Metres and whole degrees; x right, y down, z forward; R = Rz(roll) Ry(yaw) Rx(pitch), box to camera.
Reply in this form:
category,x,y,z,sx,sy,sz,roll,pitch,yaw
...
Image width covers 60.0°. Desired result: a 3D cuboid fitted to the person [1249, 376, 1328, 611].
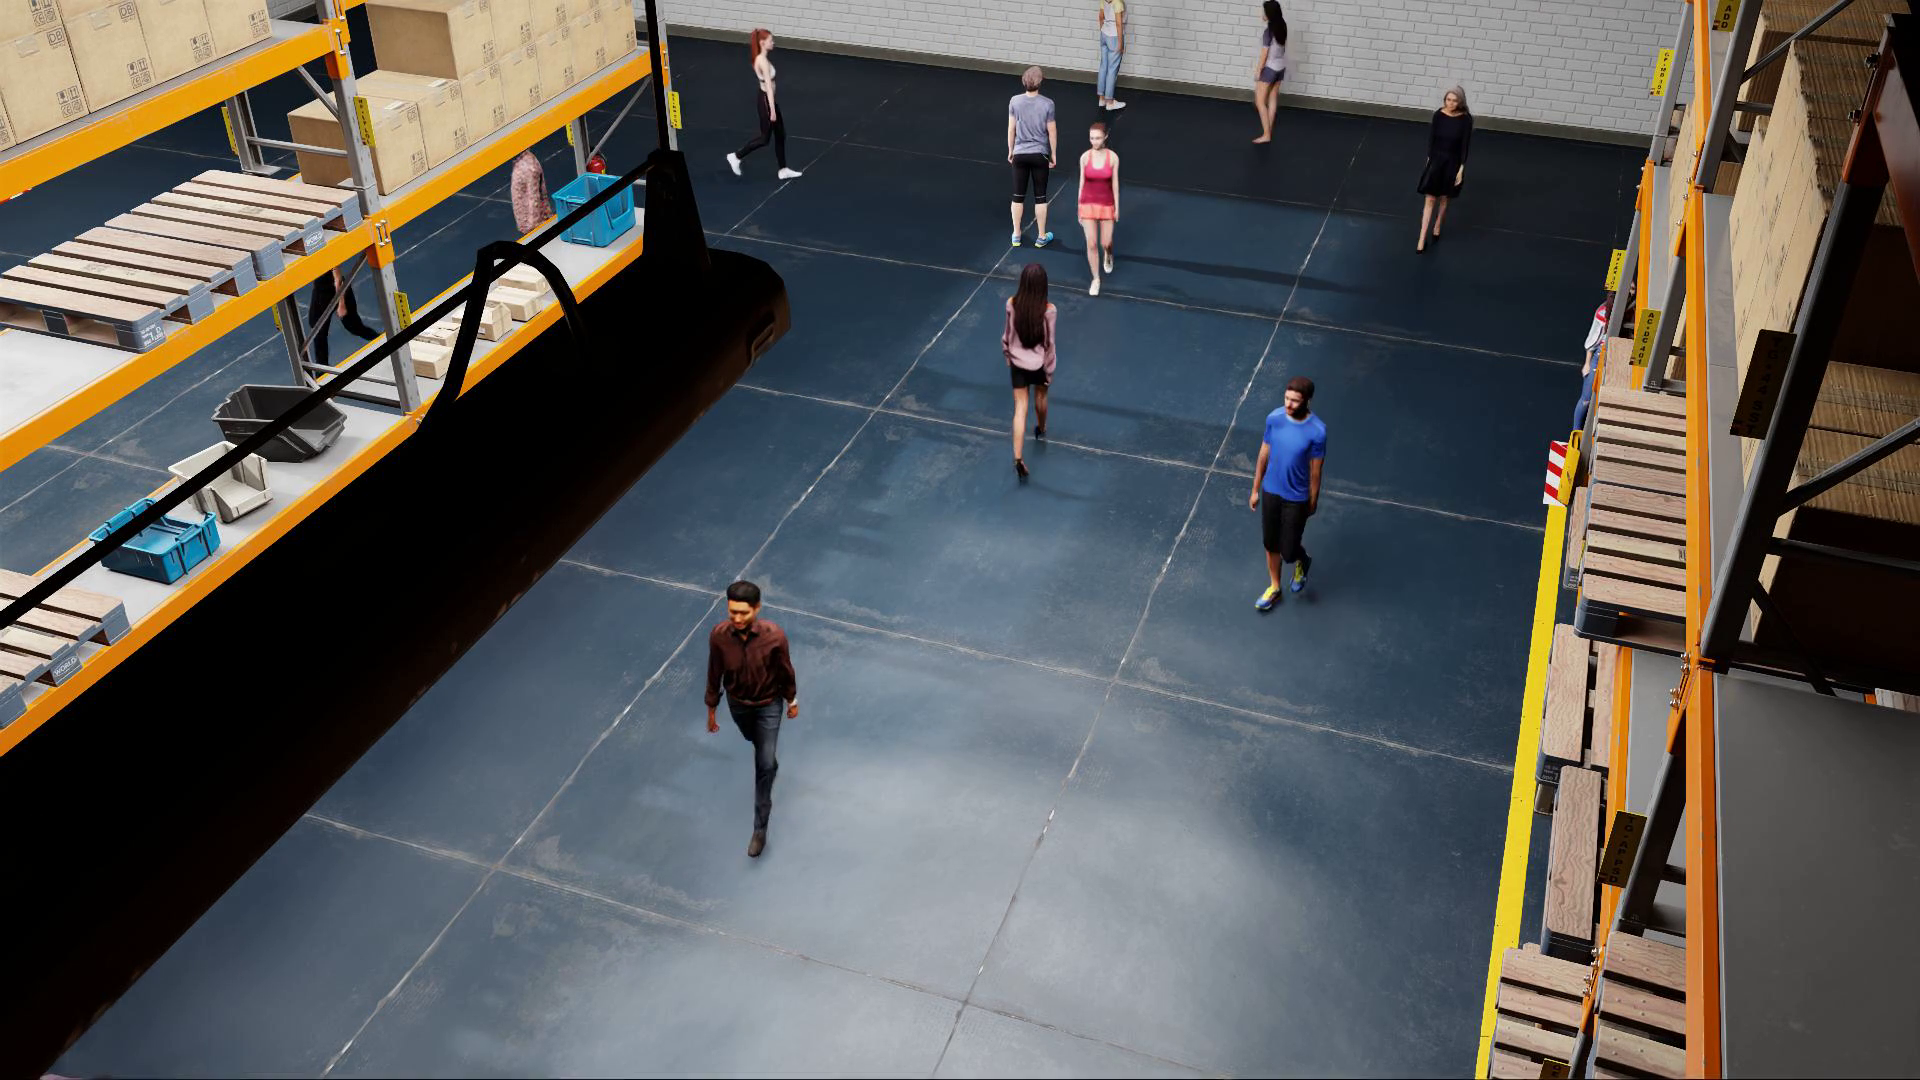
category,x,y,z,sx,sy,sz,roll,pitch,yaw
person,2.366,-0.361,11.802,0.762,1.855,0.877,25,41,33

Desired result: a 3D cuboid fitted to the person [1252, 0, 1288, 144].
category,x,y,z,sx,sy,sz,roll,pitch,yaw
person,3.747,-5.640,19.897,0.629,1.687,0.853,-21,39,-29

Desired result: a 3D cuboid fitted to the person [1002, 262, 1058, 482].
category,x,y,z,sx,sy,sz,roll,pitch,yaw
person,0.536,-1.306,13.315,0.663,1.755,1.094,10,35,15

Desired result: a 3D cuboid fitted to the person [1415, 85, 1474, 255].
category,x,y,z,sx,sy,sz,roll,pitch,yaw
person,5.034,-3.851,17.184,0.649,1.710,1.110,14,36,20

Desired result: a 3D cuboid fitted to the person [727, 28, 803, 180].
category,x,y,z,sx,sy,sz,roll,pitch,yaw
person,-2.249,-4.855,18.685,1.003,1.720,1.094,-6,34,-9

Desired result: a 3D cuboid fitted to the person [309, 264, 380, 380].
category,x,y,z,sx,sy,sz,roll,pitch,yaw
person,-5.456,-2.161,14.698,0.791,1.647,1.189,21,39,28

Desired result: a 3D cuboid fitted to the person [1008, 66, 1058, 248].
category,x,y,z,sx,sy,sz,roll,pitch,yaw
person,0.733,-3.956,17.183,0.685,1.887,0.589,8,34,12

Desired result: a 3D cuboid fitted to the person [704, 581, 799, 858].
category,x,y,z,sx,sy,sz,roll,pitch,yaw
person,-1.218,0.935,9.964,0.854,1.732,1.210,4,34,6

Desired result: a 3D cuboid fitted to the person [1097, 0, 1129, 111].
category,x,y,z,sx,sy,sz,roll,pitch,yaw
person,1.894,-6.267,20.805,0.751,1.725,0.708,-17,37,-24

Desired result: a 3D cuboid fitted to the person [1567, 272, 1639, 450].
category,x,y,z,sx,sy,sz,roll,pitch,yaw
person,5.348,-1.459,13.674,0.615,1.612,0.539,7,34,10

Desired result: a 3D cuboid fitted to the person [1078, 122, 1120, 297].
category,x,y,z,sx,sy,sz,roll,pitch,yaw
person,1.355,-3.279,16.303,0.624,1.732,0.811,5,34,7
